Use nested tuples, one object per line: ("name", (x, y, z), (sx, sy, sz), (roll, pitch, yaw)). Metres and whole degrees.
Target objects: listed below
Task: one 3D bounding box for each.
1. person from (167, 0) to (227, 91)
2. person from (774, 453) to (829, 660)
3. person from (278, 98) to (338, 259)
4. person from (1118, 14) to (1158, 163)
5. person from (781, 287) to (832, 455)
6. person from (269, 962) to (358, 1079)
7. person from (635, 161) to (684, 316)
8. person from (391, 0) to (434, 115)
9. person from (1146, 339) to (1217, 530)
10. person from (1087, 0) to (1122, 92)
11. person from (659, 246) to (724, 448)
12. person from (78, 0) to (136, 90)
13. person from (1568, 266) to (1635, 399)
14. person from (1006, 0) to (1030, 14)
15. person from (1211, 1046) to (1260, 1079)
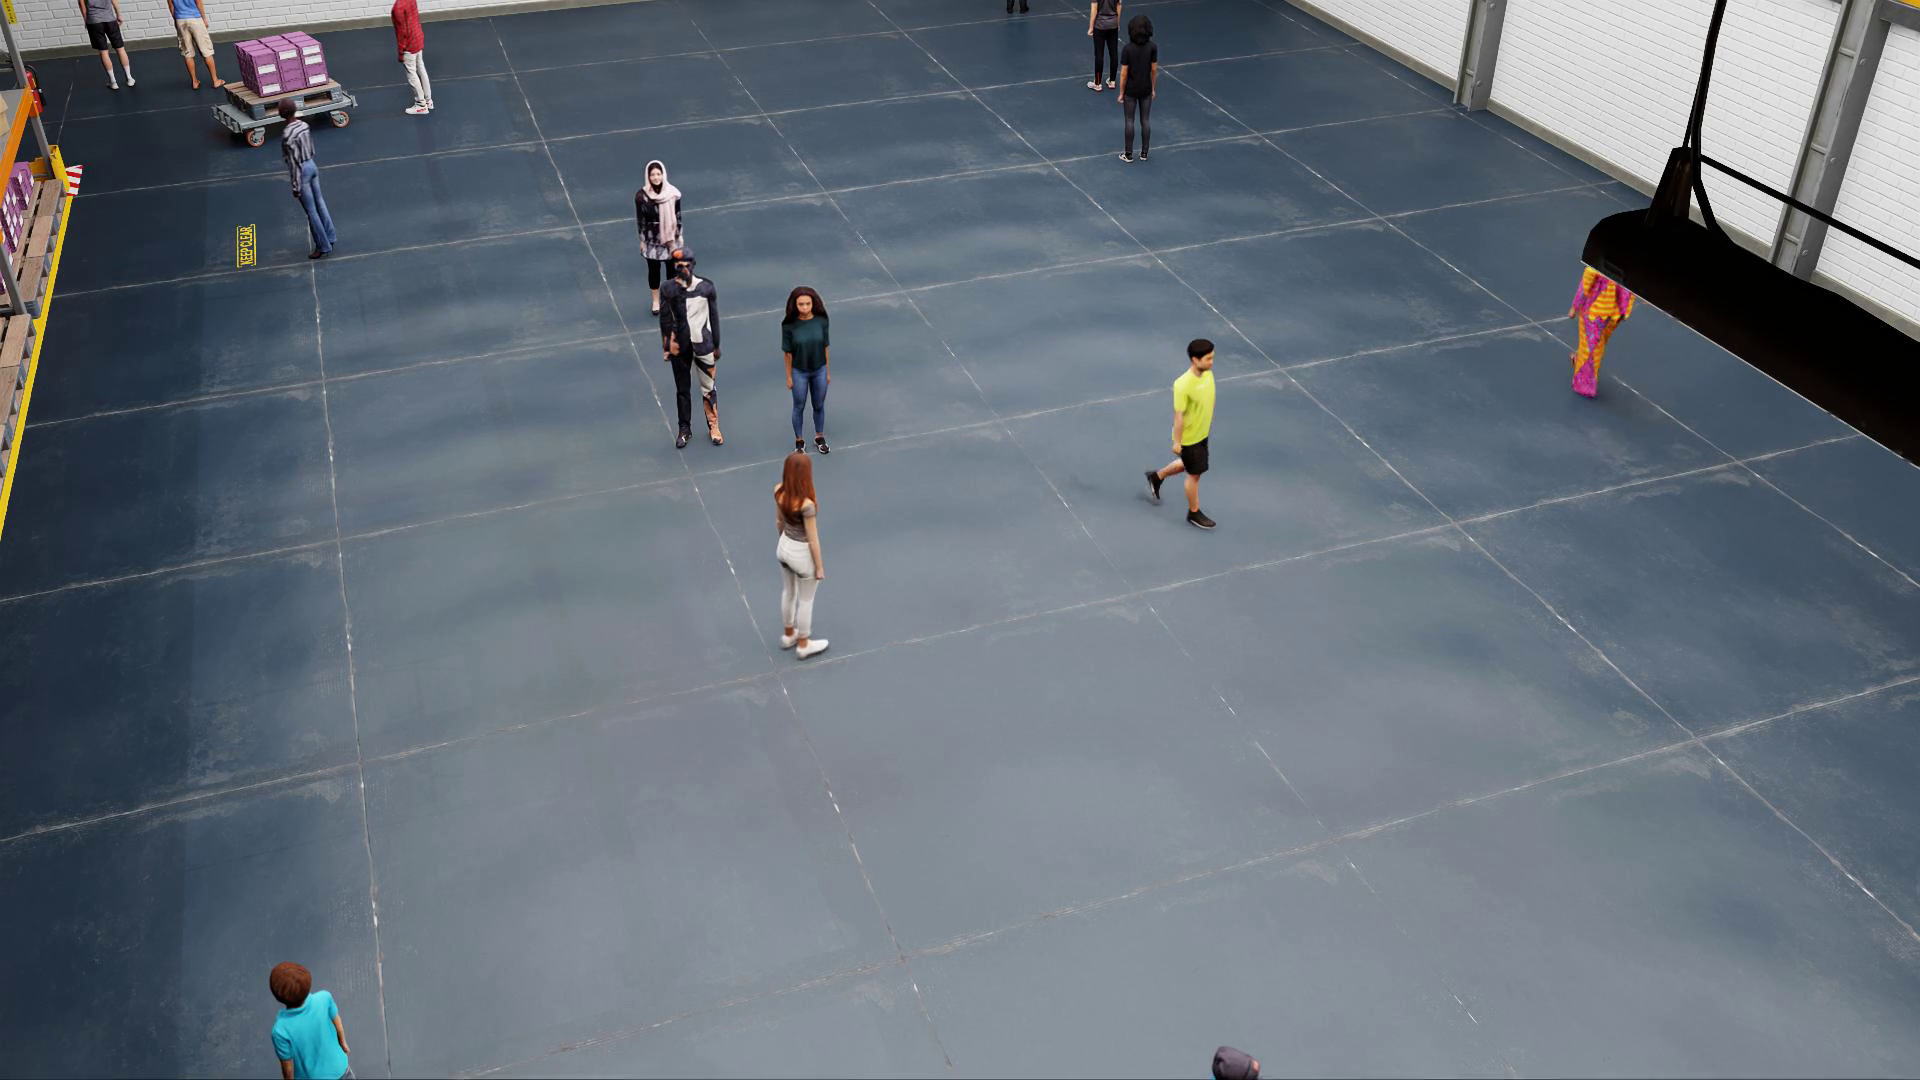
("person", (-10.737, -7.236, 23.169), (0.688, 1.864, 0.626), (-5, 34, -8))
("person", (-1.202, 0.121, 12.234), (0.604, 1.716, 0.725), (28, 43, 36))
("person", (-7.227, -3.994, 18.354), (0.770, 1.794, 0.633), (3, 34, 4))
("person", (2.225, -5.650, 20.807), (0.667, 1.836, 0.586), (-5, 34, -8))
("person", (-1.347, -1.507, 14.773), (0.601, 1.616, 0.591), (-10, 35, -14))
("person", (-3.307, 2.714, 8.574), (0.624, 1.449, 0.591), (20, 39, 28))
("person", (-3.097, -3.152, 17.228), (0.618, 1.637, 0.594), (-11, 35, -16))
("person", (-7.385, -6.674, 22.363), (0.815, 1.819, 0.708), (7, 34, 10))
("person", (1.862, -0.922, 13.828), (1.085, 1.687, 0.947), (23, 40, 30))
("person", (2.026, -7.157, 23.139), (0.640, 1.764, 0.550), (-13, 36, -18))
("person", (-2.396, -1.736, 14.867), (0.727, 1.893, 0.662), (-4, 34, -6))
("person", (-11.962, -7.249, 23.181), (0.709, 1.871, 0.641), (-20, 39, -28))
("person", (6.067, -2.149, 15.683), (0.766, 1.677, 1.025), (-5, 34, -8))
("person", (0.898, -9.274, 26.289), (0.757, 1.804, 0.711), (3, 34, 5))
("person", (1.196, 3.015, 7.812), (0.753, 1.792, 0.634), (5, 34, 7))
